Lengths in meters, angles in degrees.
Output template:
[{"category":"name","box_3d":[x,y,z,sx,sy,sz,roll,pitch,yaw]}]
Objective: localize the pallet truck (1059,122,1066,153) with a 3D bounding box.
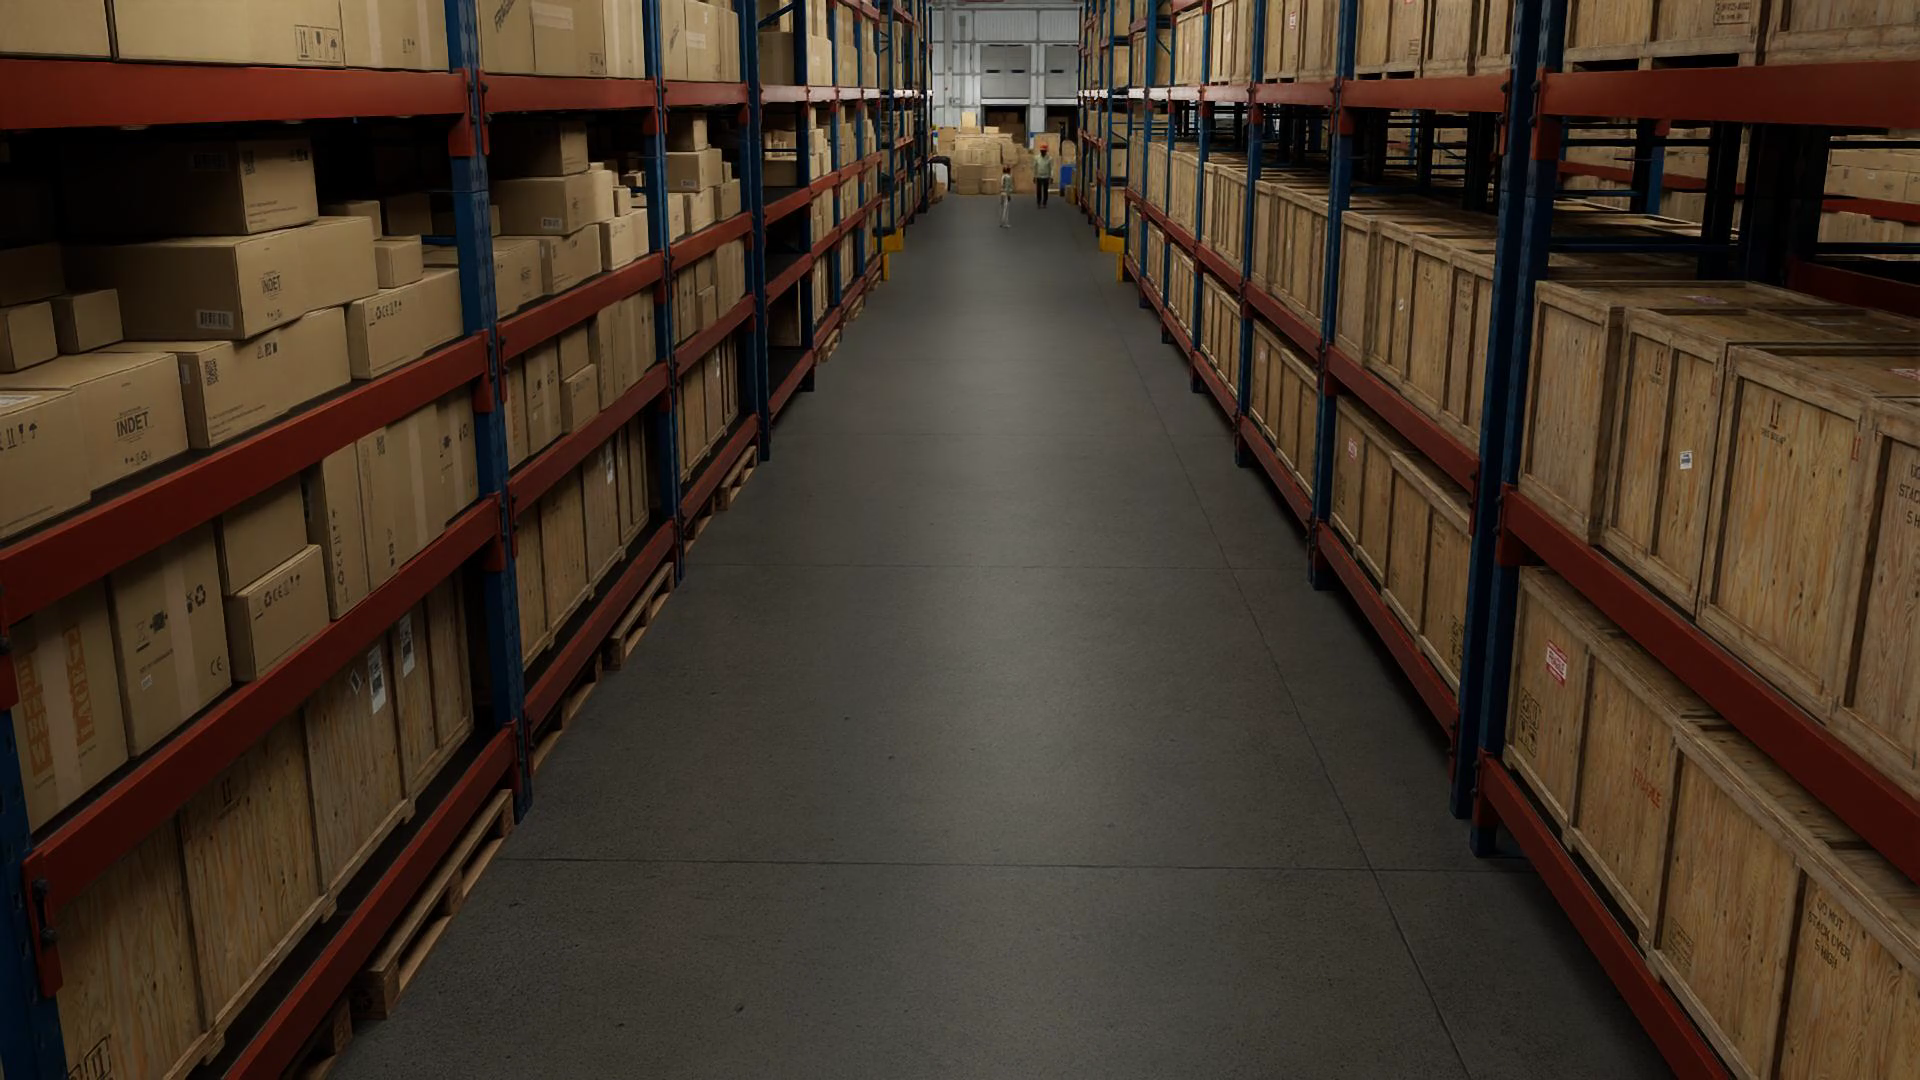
[{"category":"pallet truck","box_3d":[5.788,-21.111,88.014,1.885,1.965,0.823,5,16,18]}]

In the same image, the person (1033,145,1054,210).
[{"category":"person","box_3d":[2.558,-11.109,50.926,0.635,1.942,1.038,1,15,5]}]

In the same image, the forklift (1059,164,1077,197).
[{"category":"forklift","box_3d":[4.306,-12.978,56.077,1.873,2.768,1.129,0,15,1]}]

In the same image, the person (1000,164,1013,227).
[{"category":"person","box_3d":[1.226,-9.100,44.007,0.310,1.636,0.523,-4,16,-14]}]
